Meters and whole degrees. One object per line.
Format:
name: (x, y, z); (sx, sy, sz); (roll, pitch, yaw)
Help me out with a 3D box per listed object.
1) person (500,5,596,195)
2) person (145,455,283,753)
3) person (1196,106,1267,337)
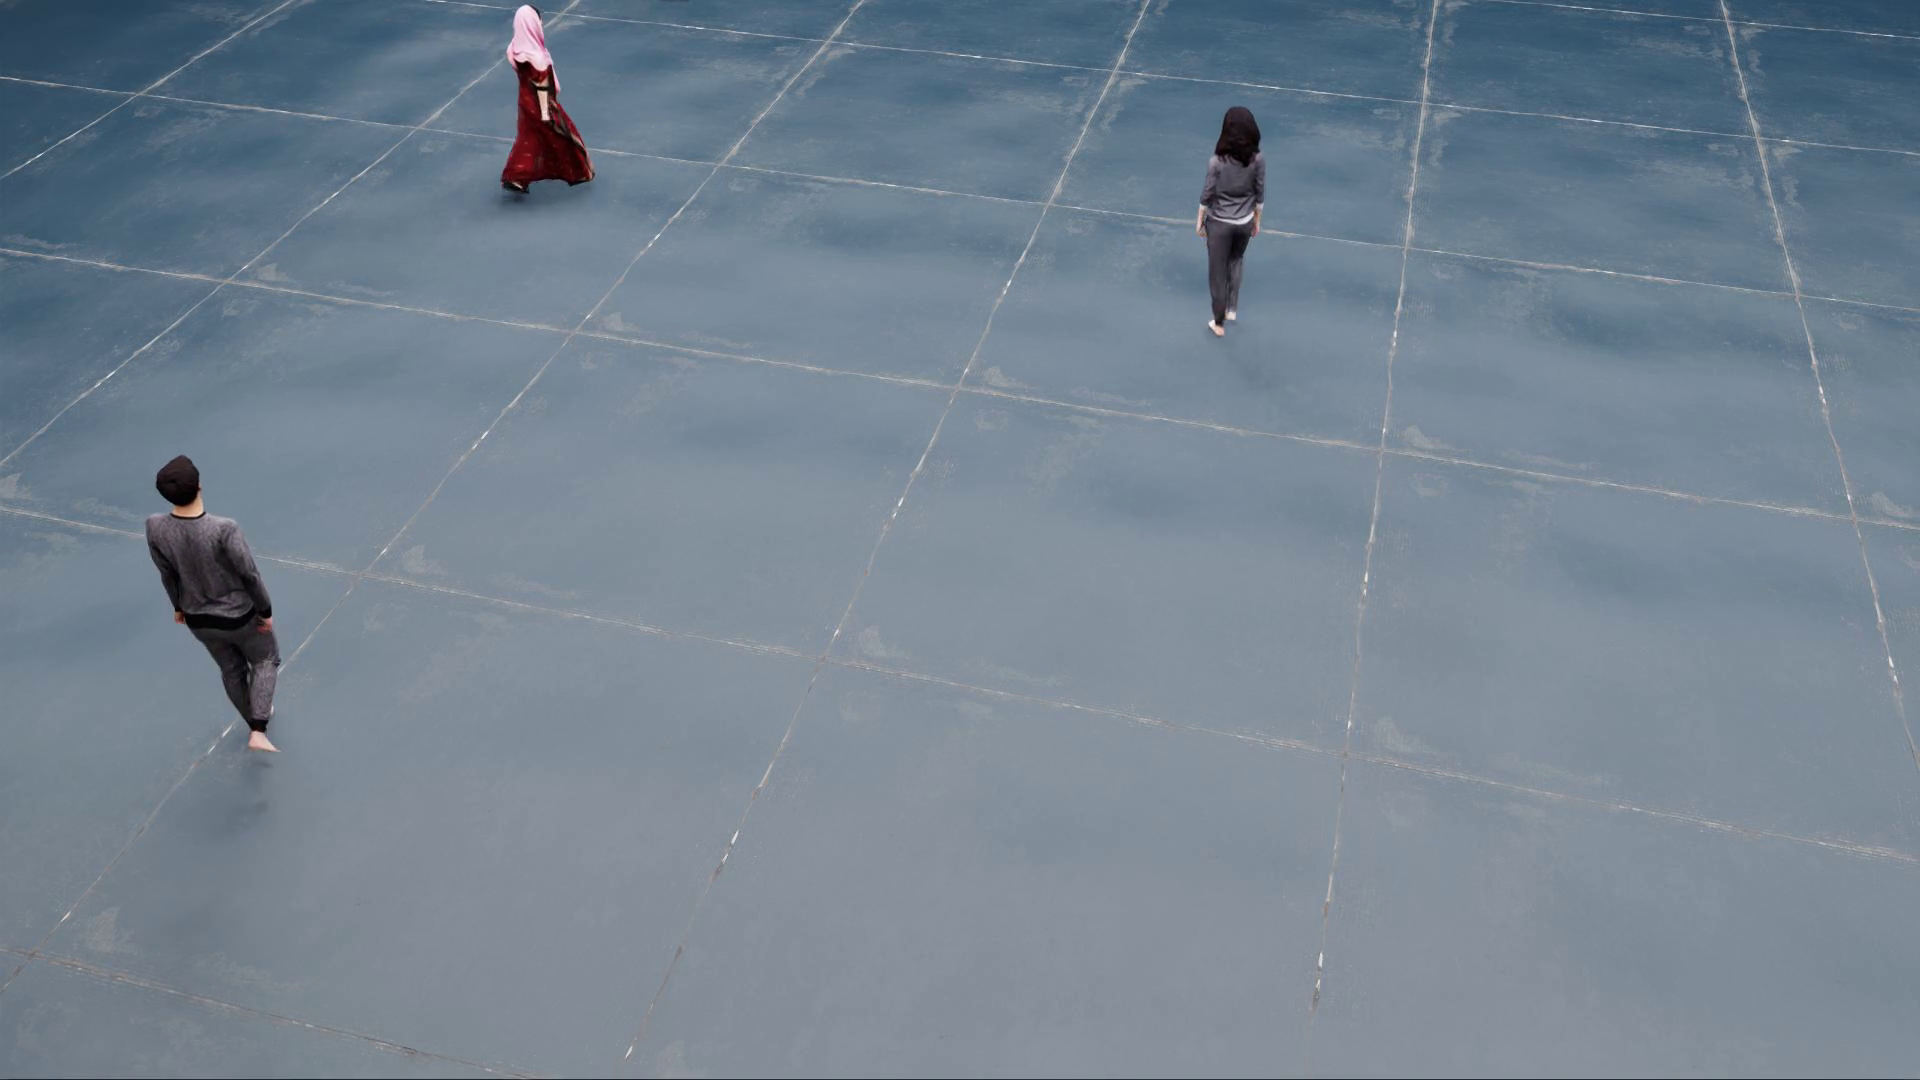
person: (-3.593, -3.617, 13.882); (1.150, 1.599, 1.035); (-25, 44, -28)
person: (-3.815, 0.414, 8.544); (0.823, 1.828, 0.897); (-2, 38, -3)
person: (1.974, -2.233, 11.988); (0.717, 1.753, 0.738); (-5, 38, -7)
